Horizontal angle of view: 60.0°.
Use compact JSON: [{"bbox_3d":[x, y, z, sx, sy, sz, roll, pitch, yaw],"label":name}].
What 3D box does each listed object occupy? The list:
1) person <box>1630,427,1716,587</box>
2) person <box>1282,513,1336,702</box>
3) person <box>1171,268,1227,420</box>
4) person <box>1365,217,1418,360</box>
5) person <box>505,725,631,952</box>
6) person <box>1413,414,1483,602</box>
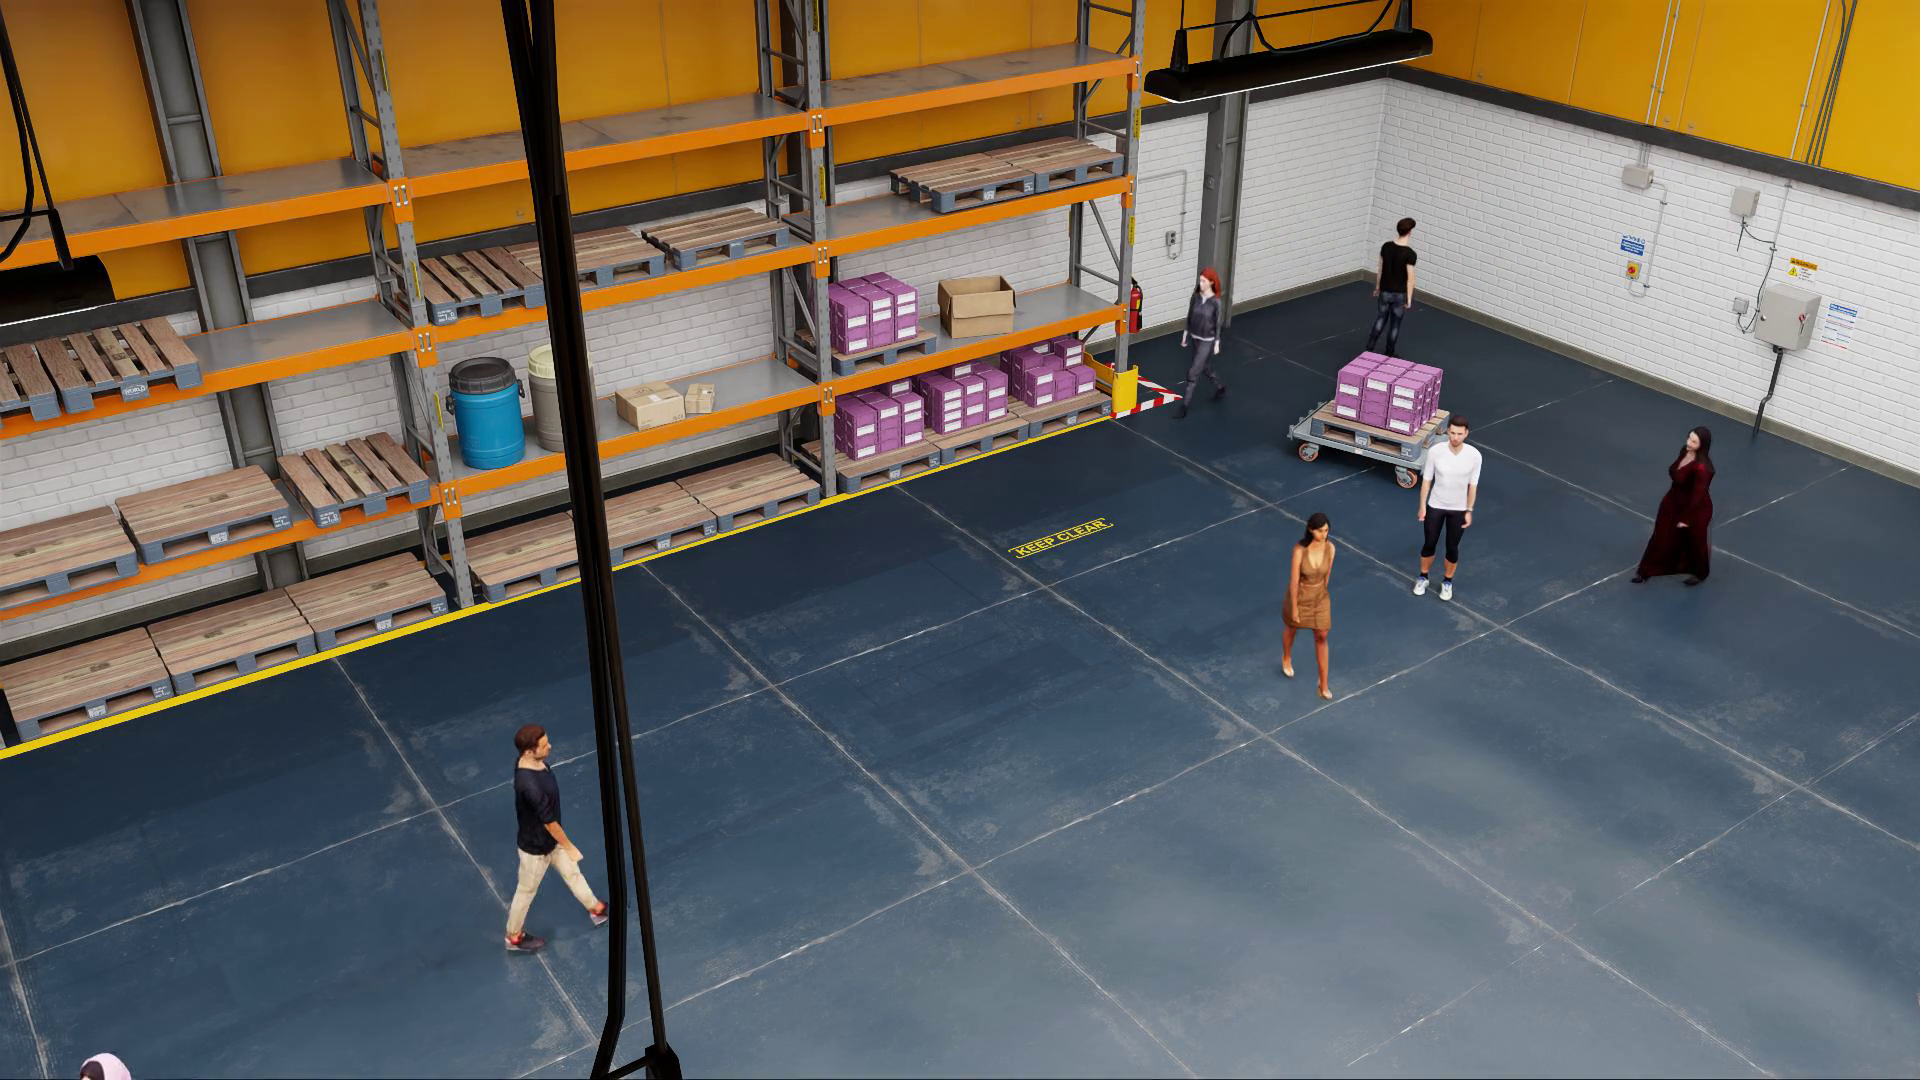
[{"bbox_3d":[6.892,-0.290,15.609,1.133,1.702,0.938,-2,29,-3],"label":"person"},{"bbox_3d":[2.919,0.493,14.222,0.979,1.656,0.854,-6,29,-11],"label":"person"},{"bbox_3d":[2.865,-2.294,19.247,1.183,1.737,0.661,-21,35,-34],"label":"person"},{"bbox_3d":[5.267,-3.007,20.397,0.822,1.888,1.004,23,36,36],"label":"person"},{"bbox_3d":[-2.929,2.053,11.200,1.191,1.811,0.908,-6,29,-12],"label":"person"},{"bbox_3d":[4.552,-0.323,15.518,0.741,1.848,0.774,8,30,15],"label":"person"}]
